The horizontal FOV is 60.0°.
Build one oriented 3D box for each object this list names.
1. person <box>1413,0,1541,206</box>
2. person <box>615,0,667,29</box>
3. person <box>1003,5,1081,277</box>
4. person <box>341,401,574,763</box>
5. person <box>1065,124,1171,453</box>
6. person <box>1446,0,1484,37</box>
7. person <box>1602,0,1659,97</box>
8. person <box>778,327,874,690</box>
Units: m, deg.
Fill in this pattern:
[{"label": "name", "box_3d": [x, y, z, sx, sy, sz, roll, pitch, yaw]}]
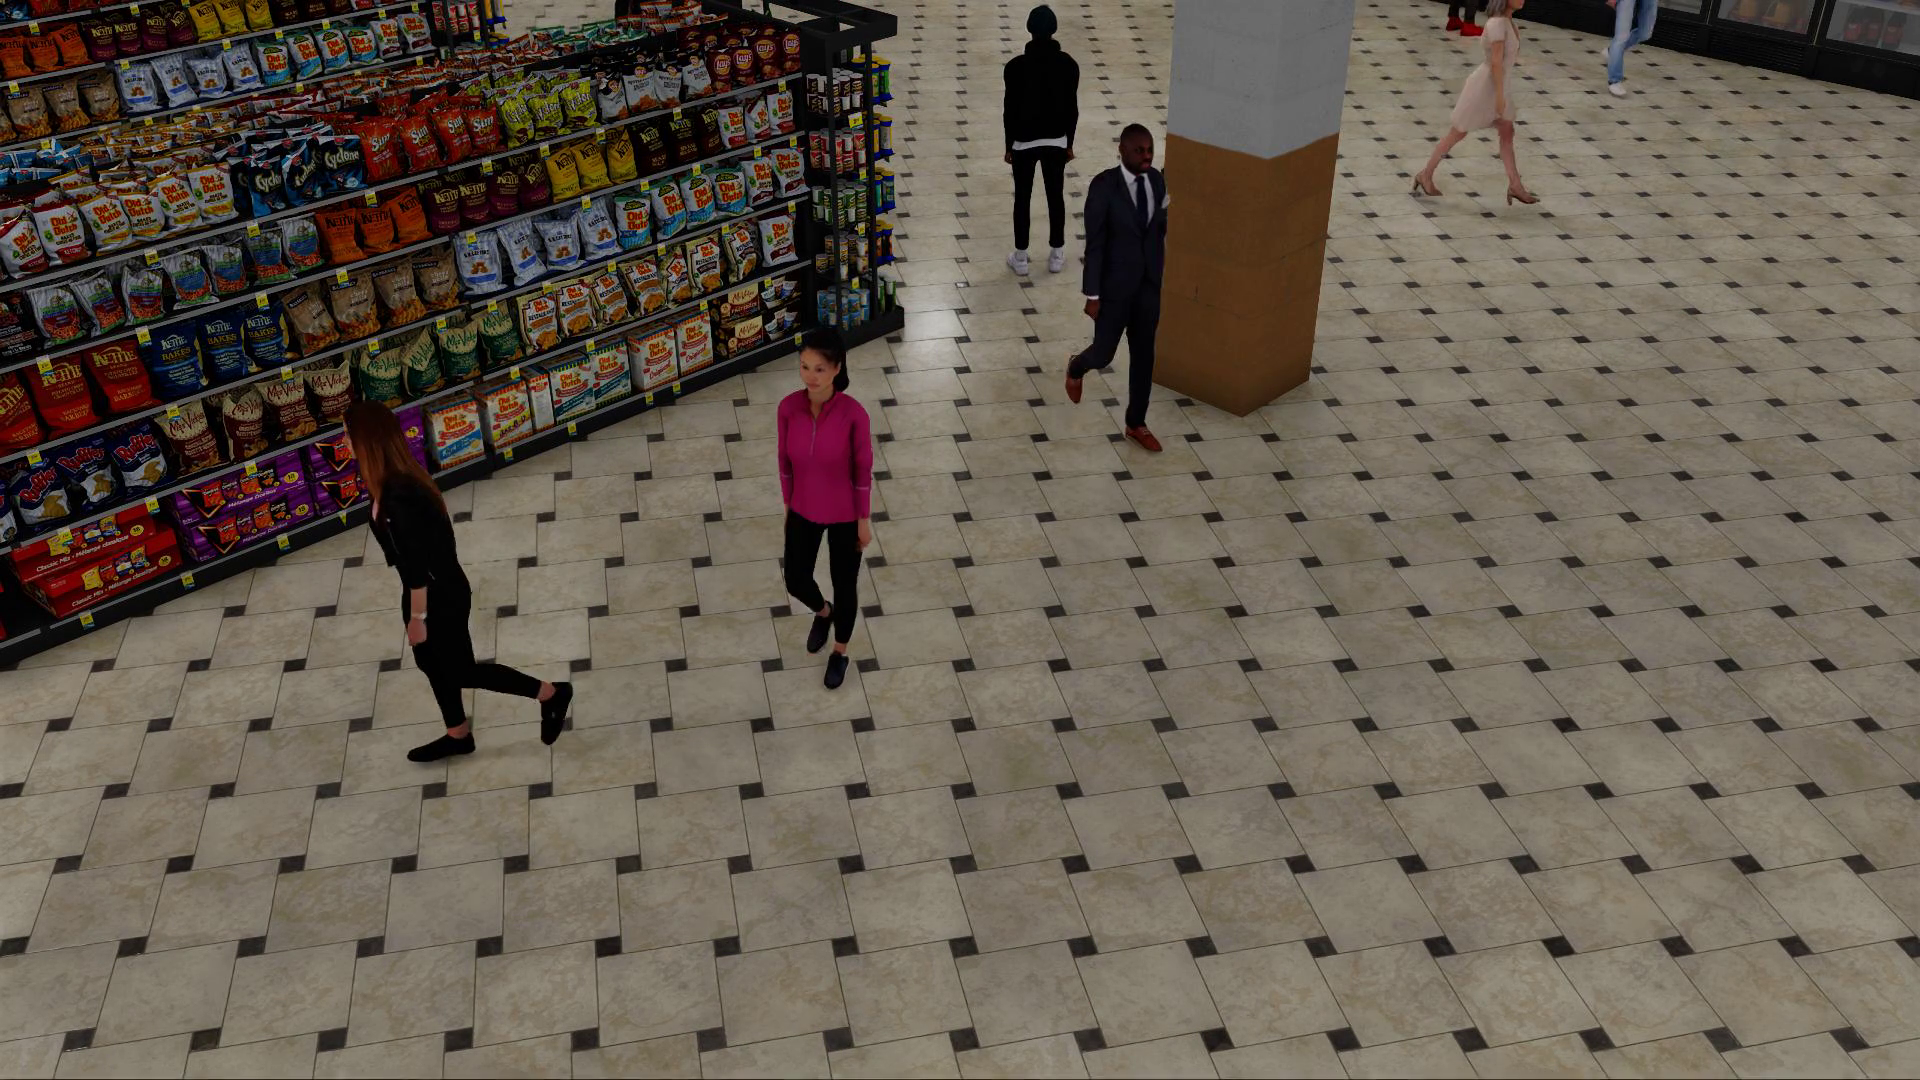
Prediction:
[{"label": "person", "box_3d": [3.794, -3.276, 12.297, 0.952, 1.678, 1.178, 14, 34, 21]}, {"label": "person", "box_3d": [-2.444, -3.587, 12.825, 0.782, 1.648, 0.800, 16, 35, 24]}, {"label": "person", "box_3d": [0.537, -2.686, 11.217, 0.733, 1.818, 0.824, -4, 32, -7]}, {"label": "person", "box_3d": [-2.025, 0.196, 6.713, 1.020, 1.682, 0.809, -15, 35, -23]}, {"label": "person", "box_3d": [0.868, -1.419, 9.195, 1.072, 1.801, 0.944, -17, 36, -26]}, {"label": "person", "box_3d": [5.109, -5.948, 16.472, 0.663, 1.805, 0.704, -14, 34, -21]}, {"label": "person", "box_3d": [5.970, -4.921, 14.792, 0.927, 1.836, 0.957, -7, 32, -10]}, {"label": "person", "box_3d": [-0.549, -0.153, 7.268, 0.734, 1.690, 0.792, 7, 33, 11]}]
